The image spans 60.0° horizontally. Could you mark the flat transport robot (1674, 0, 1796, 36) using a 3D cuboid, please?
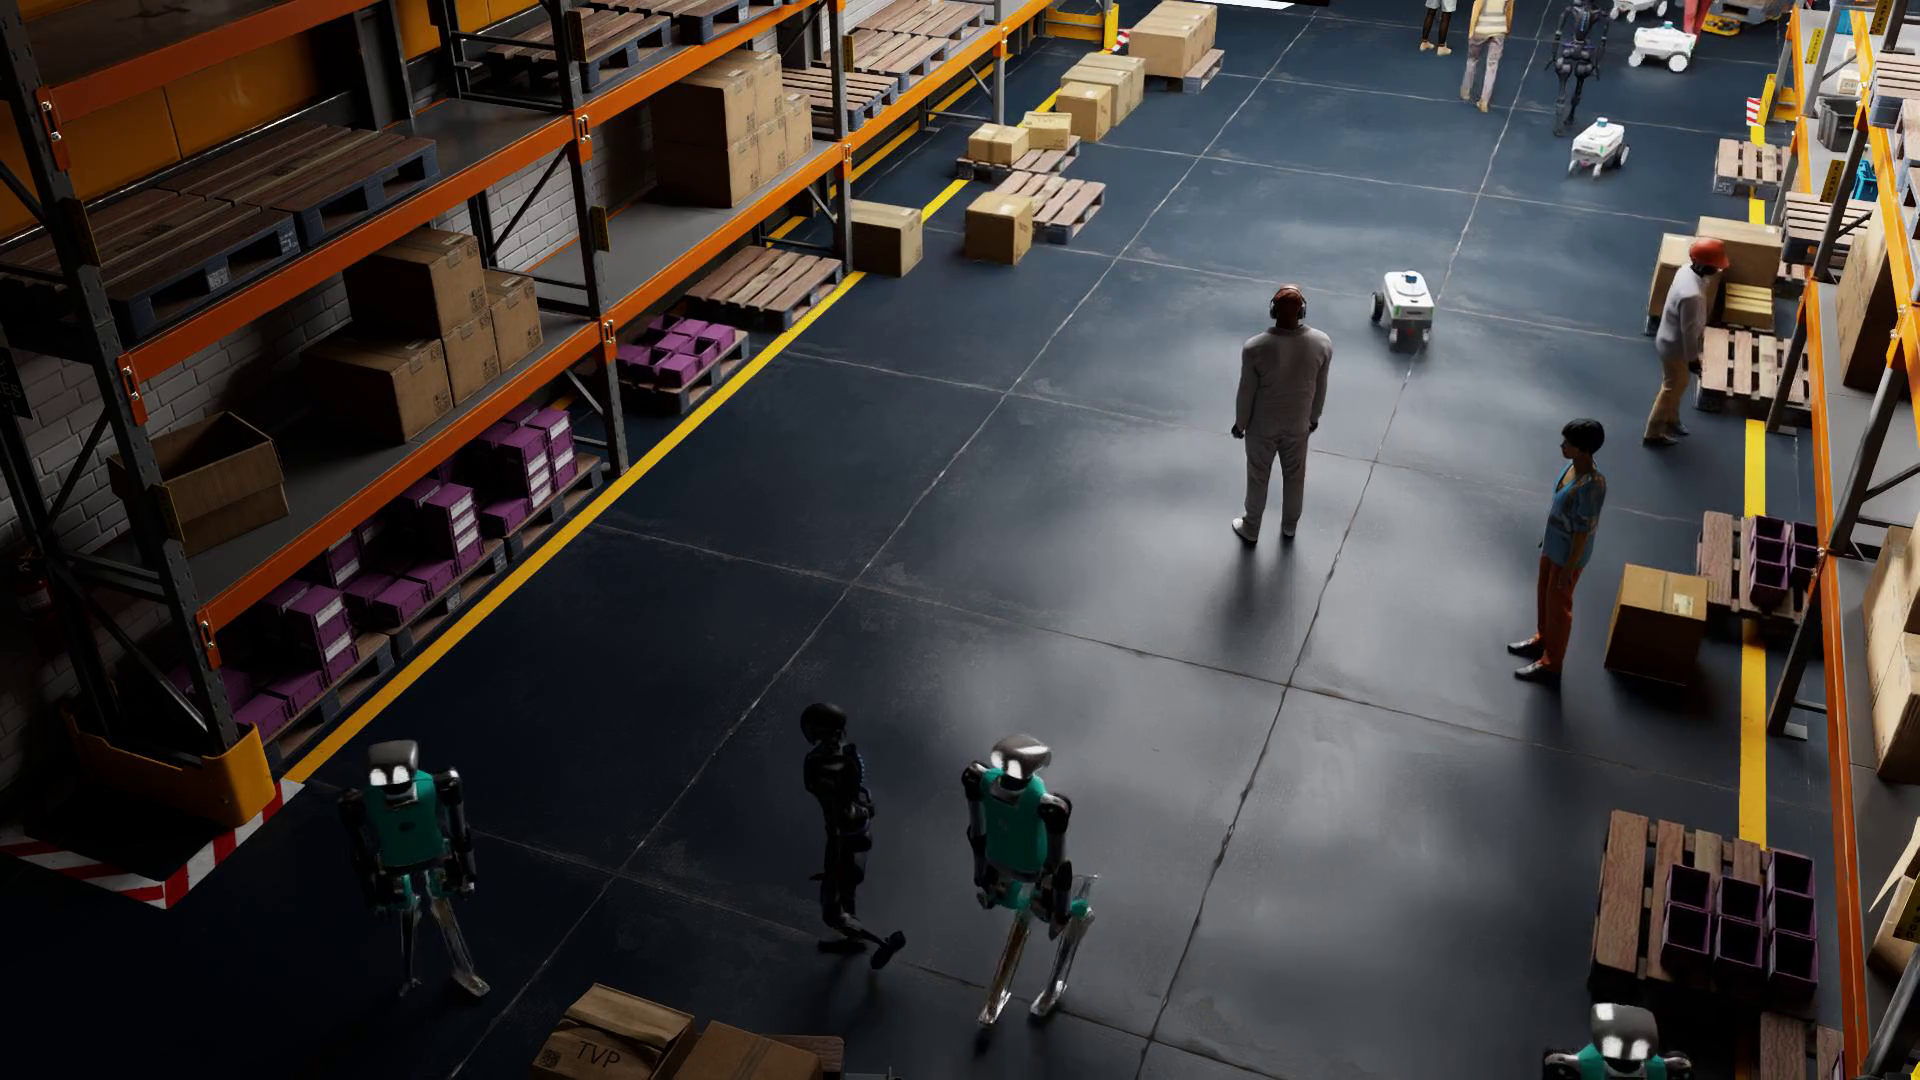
[{"bbox_3d":[10.522,-7.130,22.626,1.431,0.231,0.659,-25,40,-33],"label":"flat transport robot"}]

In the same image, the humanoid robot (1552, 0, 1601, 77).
[{"bbox_3d":[7.736,-6.587,20.512,0.516,1.643,0.587,14,35,21],"label":"humanoid robot"}]

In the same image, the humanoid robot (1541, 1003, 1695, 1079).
[{"bbox_3d":[2.426,2.385,6.590,0.555,1.840,0.665,2,33,4],"label":"humanoid robot"}]

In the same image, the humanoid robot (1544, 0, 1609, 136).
[{"bbox_3d":[6.919,-5.427,18.715,0.604,1.632,0.638,11,34,16],"label":"humanoid robot"}]

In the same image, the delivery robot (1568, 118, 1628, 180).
[{"bbox_3d":[6.868,-4.238,17.905,0.499,0.614,0.796,22,39,30],"label":"delivery robot"}]

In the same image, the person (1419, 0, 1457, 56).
[{"bbox_3d":[6.178,-7.040,21.178,0.321,1.691,0.532,-22,39,-30],"label":"person"}]

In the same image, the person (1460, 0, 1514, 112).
[{"bbox_3d":[6.187,-5.969,19.469,0.484,1.747,0.789,4,33,6],"label":"person"}]

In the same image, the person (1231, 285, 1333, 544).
[{"bbox_3d":[2.174,-0.852,11.408,0.636,1.903,0.407,-5,33,-8],"label":"person"}]

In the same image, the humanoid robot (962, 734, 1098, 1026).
[{"bbox_3d":[0.385,1.537,7.820,0.545,1.741,0.708,20,38,28],"label":"humanoid robot"}]

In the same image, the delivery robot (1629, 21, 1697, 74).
[{"bbox_3d":[8.866,-6.227,20.957,0.772,0.586,0.499,16,36,23],"label":"delivery robot"}]

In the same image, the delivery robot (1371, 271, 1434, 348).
[{"bbox_3d":[3.897,-2.053,14.516,0.499,0.606,0.807,2,33,3],"label":"delivery robot"}]

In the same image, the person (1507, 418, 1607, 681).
[{"bbox_3d":[3.672,0.057,10.133,0.321,1.759,0.503,2,33,3],"label":"person"}]

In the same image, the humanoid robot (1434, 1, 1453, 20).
[{"bbox_3d":[6.598,-7.775,22.335,0.730,1.856,0.542,-24,40,-32],"label":"humanoid robot"}]

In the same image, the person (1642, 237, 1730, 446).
[{"bbox_3d":[5.483,-1.507,12.577,0.405,1.725,0.605,12,35,18],"label":"person"}]

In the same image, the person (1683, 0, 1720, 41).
[{"bbox_3d":[9.375,-6.968,21.036,0.509,1.717,0.862,7,34,11],"label":"person"}]

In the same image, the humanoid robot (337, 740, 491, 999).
[{"bbox_3d":[-2.578,1.531,7.882,0.547,1.785,0.788,-12,35,-18],"label":"humanoid robot"}]

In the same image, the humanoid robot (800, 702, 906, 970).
[{"bbox_3d":[-0.521,1.435,8.071,0.423,1.646,0.601,1,33,2],"label":"humanoid robot"}]

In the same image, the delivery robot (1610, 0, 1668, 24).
[{"bbox_3d":[9.332,-7.432,22.829,0.778,0.594,0.499,-20,38,-28],"label":"delivery robot"}]
